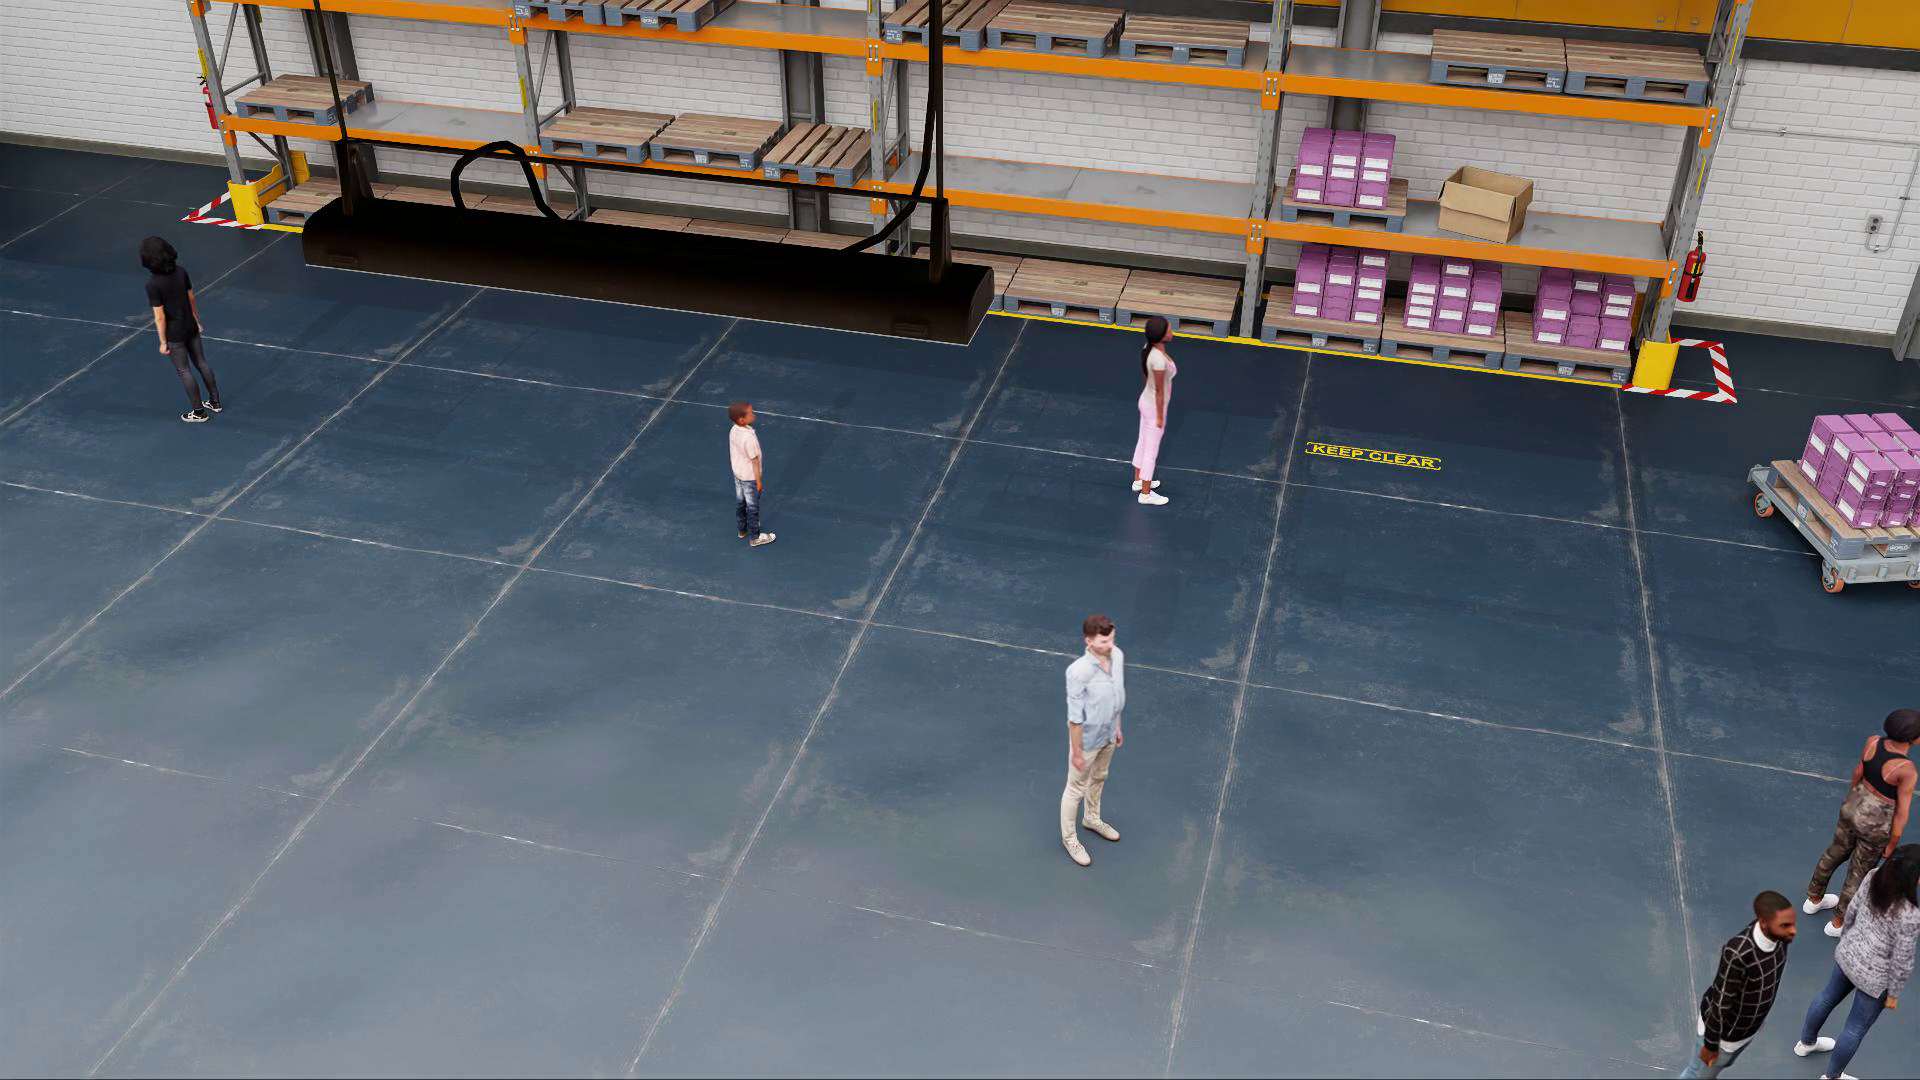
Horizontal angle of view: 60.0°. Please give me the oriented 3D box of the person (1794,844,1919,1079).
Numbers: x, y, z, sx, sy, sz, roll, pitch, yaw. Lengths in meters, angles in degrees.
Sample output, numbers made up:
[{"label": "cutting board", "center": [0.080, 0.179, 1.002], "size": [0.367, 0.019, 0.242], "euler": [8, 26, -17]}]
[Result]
[{"label": "person", "center": [5.007, 2.330, 9.171], "size": [0.656, 1.732, 0.688], "euler": [-5, 34, -7]}]

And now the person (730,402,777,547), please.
[{"label": "person", "center": [-1.786, -0.567, 13.914], "size": [0.637, 1.307, 0.562], "euler": [-23, 40, -30]}]

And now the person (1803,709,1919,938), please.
[{"label": "person", "center": [5.538, 1.703, 10.143], "size": [0.668, 1.700, 0.662], "euler": [-7, 34, -11]}]

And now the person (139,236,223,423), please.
[{"label": "person", "center": [-7.306, -1.980, 15.562], "size": [0.564, 1.835, 0.672], "euler": [14, 36, 19]}]

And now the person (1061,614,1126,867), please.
[{"label": "person", "center": [0.855, 1.241, 10.705], "size": [0.728, 1.848, 0.730], "euler": [28, 43, 36]}]

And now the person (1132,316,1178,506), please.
[{"label": "person", "center": [1.671, -1.140, 14.383], "size": [0.628, 1.740, 0.640], "euler": [-4, 34, -5]}]

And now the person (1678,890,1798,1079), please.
[{"label": "person", "center": [4.066, 2.524, 8.799], "size": [0.745, 1.820, 0.774], "euler": [-22, 40, -30]}]
